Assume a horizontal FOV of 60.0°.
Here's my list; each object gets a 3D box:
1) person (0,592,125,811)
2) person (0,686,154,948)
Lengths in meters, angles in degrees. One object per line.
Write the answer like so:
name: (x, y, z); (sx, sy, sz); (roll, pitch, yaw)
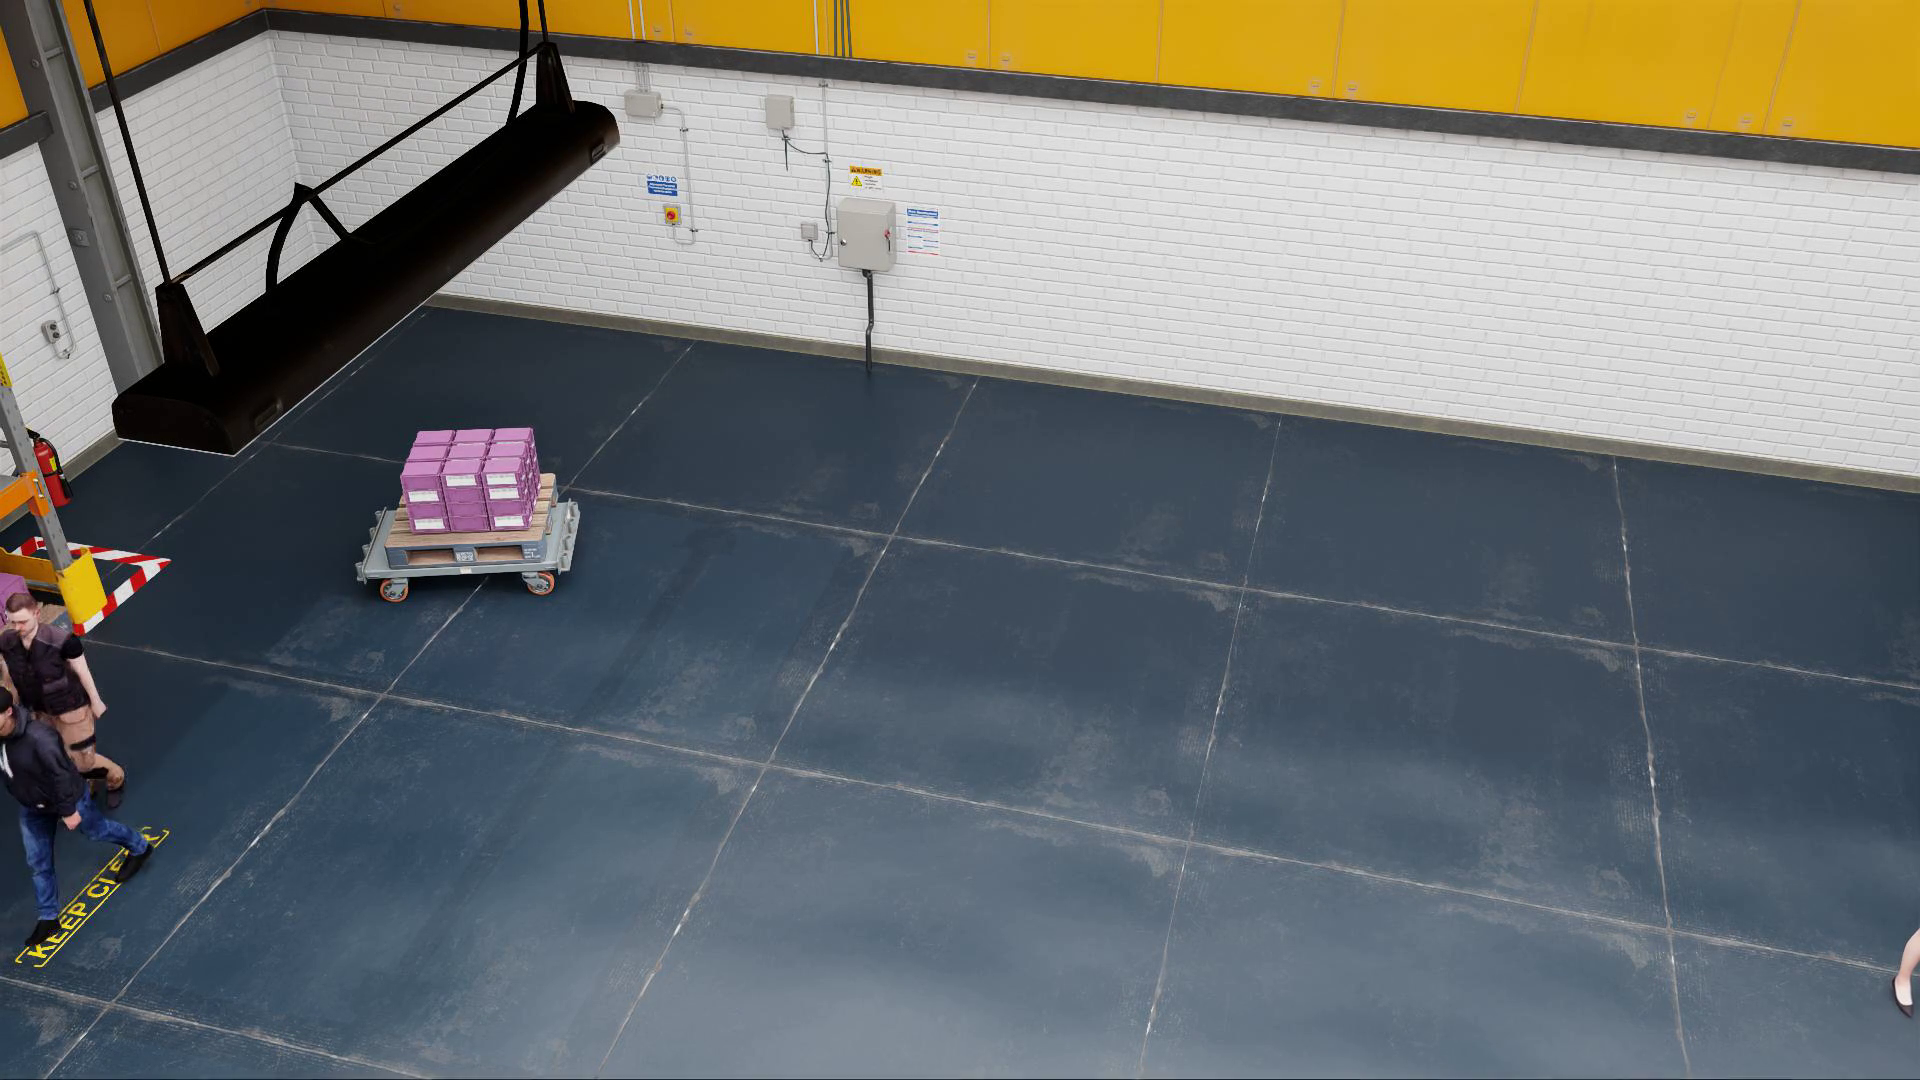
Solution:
person: (-5.779, 1.011, 10.789); (0.751, 1.822, 0.703); (7, 34, 11)
person: (-5.400, 1.497, 10.054); (0.726, 1.826, 1.206); (13, 36, 18)
